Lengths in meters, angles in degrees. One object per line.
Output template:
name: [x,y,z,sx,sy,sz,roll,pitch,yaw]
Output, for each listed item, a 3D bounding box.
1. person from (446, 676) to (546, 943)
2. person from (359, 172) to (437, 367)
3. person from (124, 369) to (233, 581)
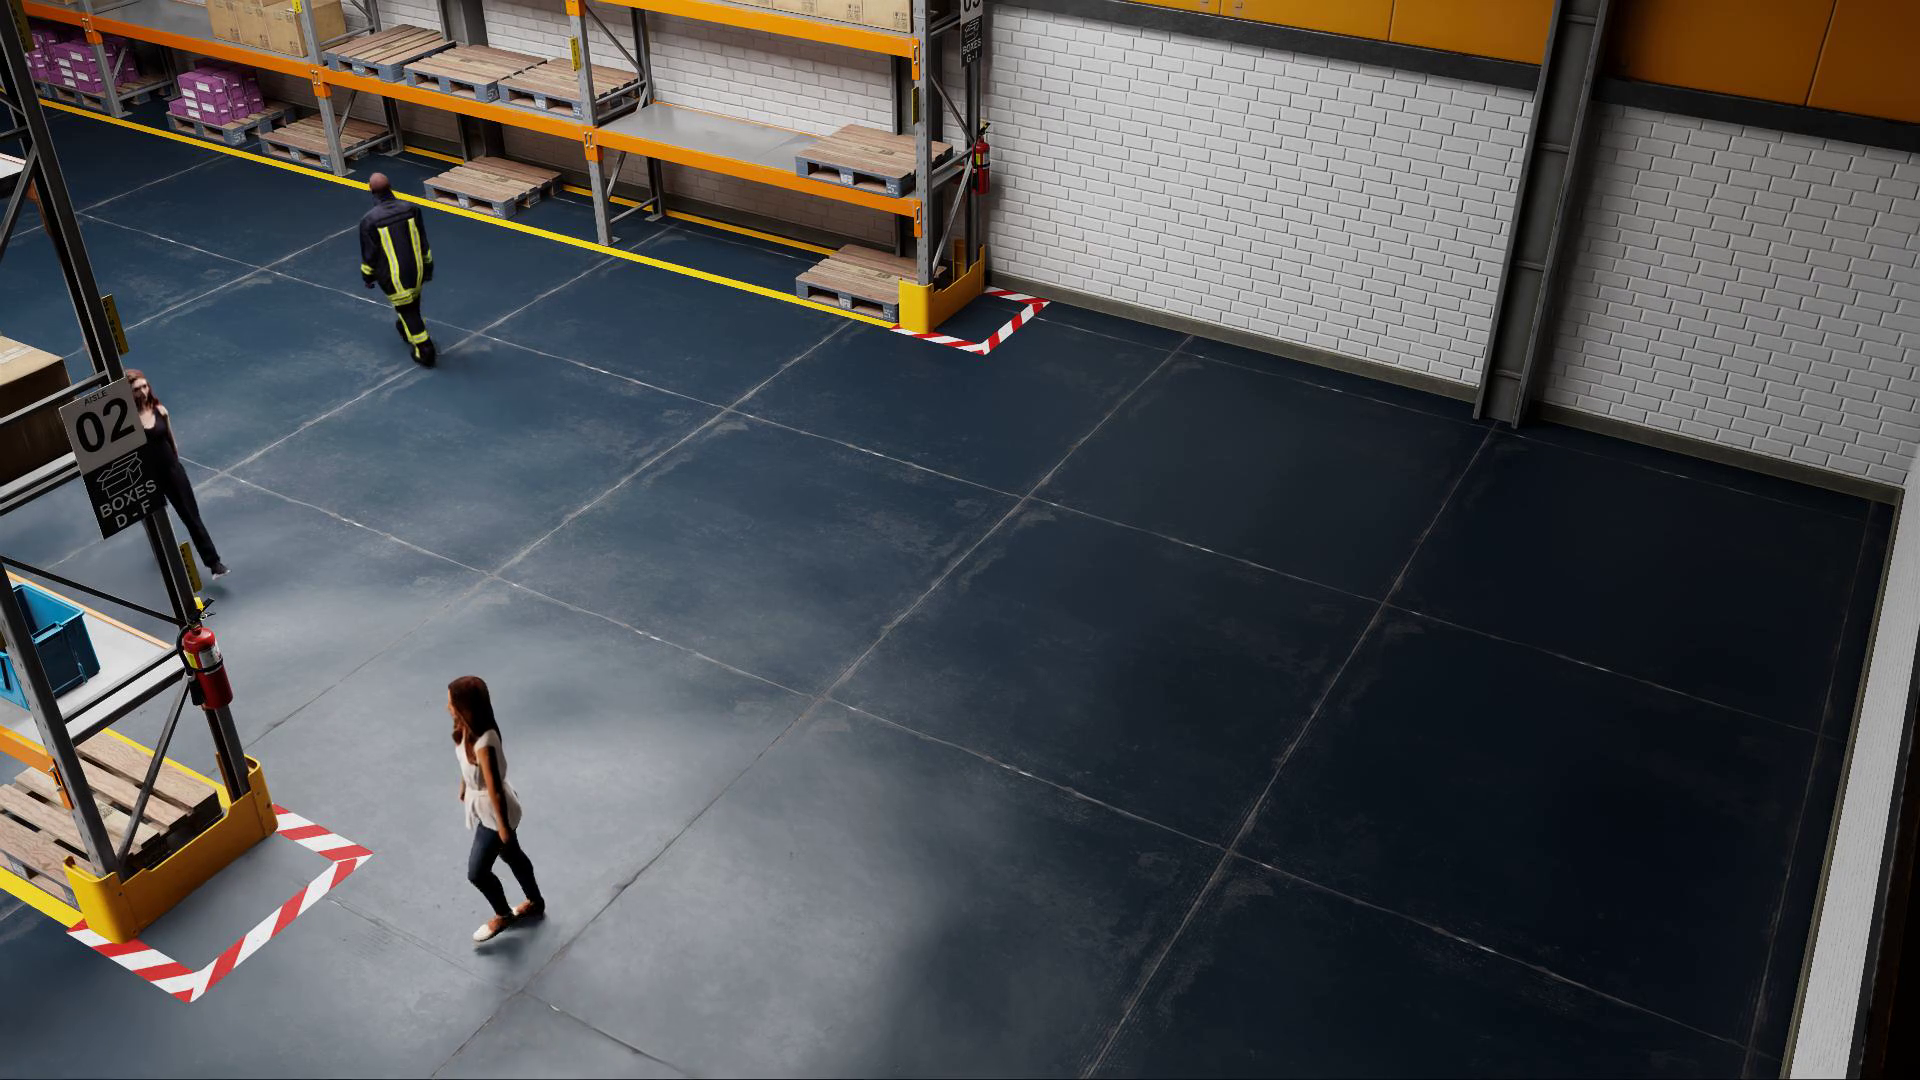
person: [-2.504,1.469,9.245,0.828,1.773,0.763,-15,36,-21]
person: [-5.035,-2.435,15.100,0.937,1.793,1.147,-29,43,-36]
person: [-5.973,-0.483,12.256,1.167,1.691,0.720,25,41,33]
